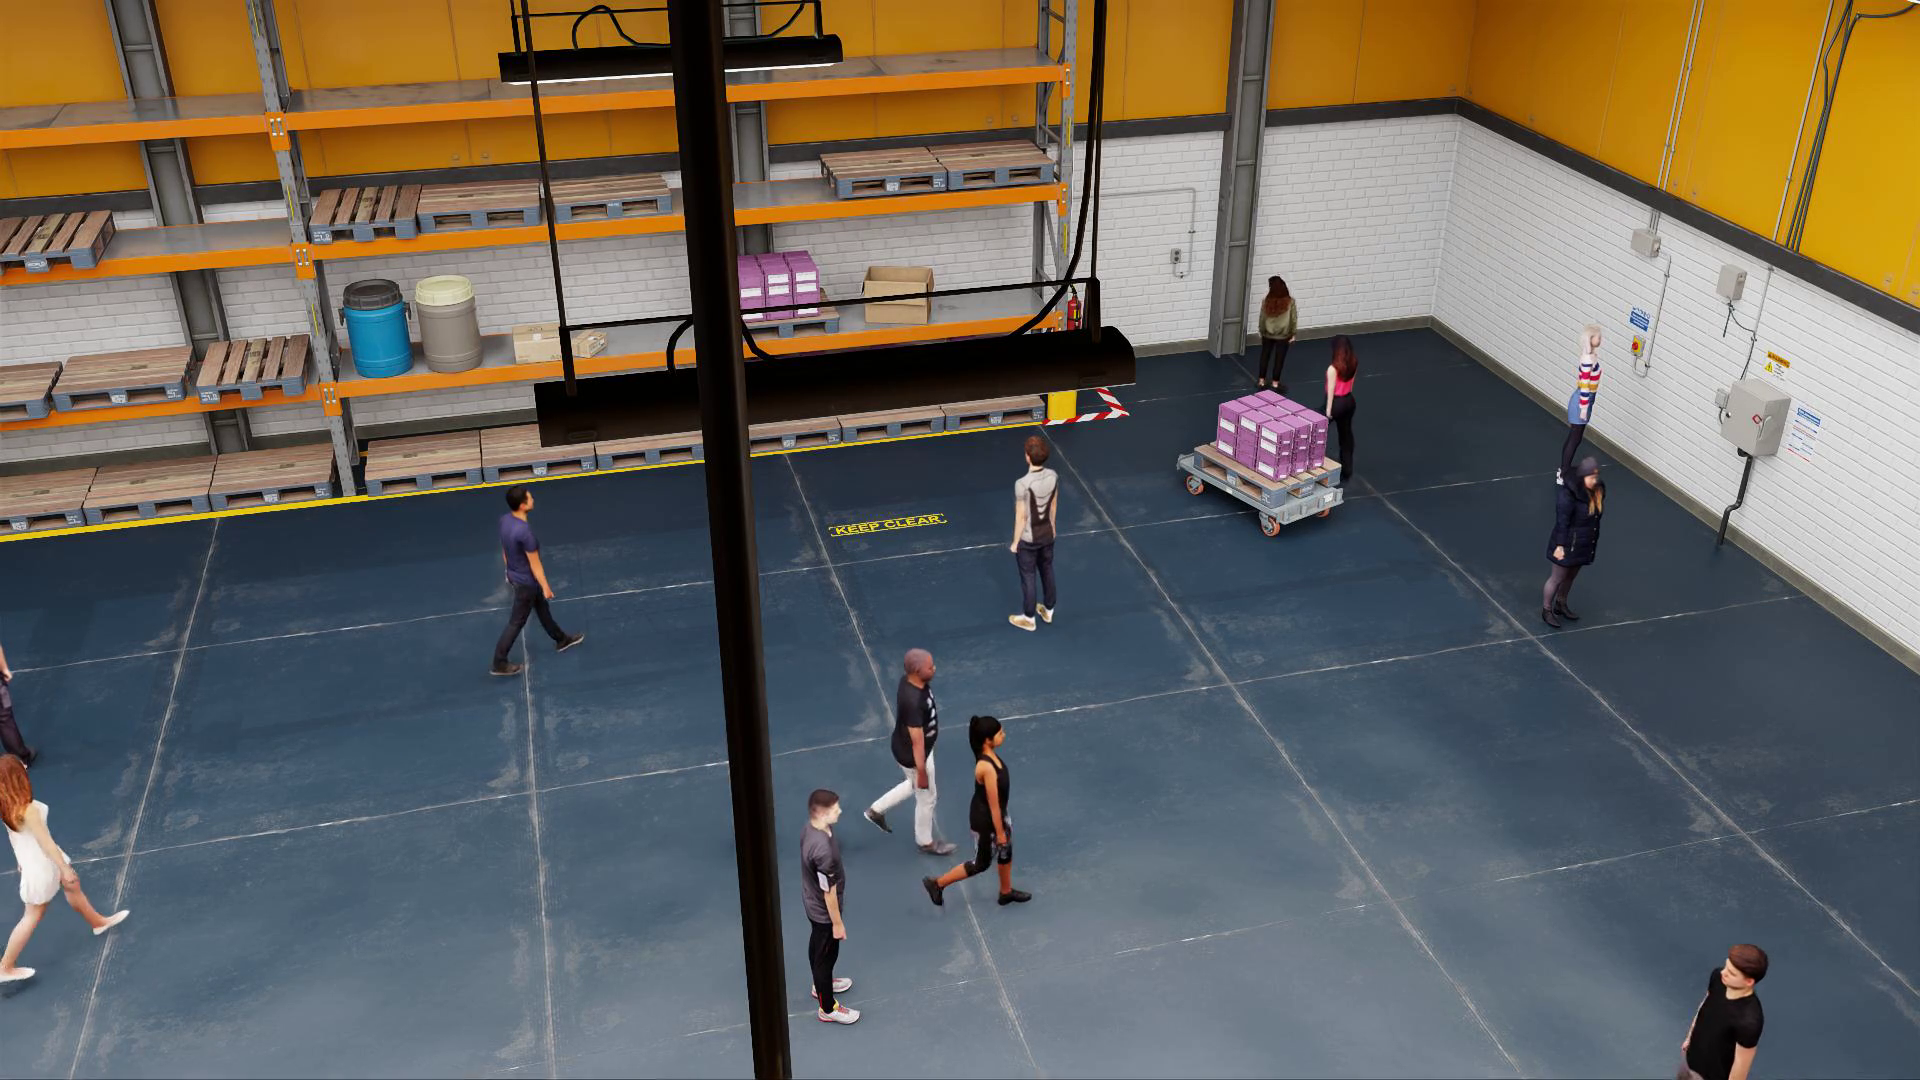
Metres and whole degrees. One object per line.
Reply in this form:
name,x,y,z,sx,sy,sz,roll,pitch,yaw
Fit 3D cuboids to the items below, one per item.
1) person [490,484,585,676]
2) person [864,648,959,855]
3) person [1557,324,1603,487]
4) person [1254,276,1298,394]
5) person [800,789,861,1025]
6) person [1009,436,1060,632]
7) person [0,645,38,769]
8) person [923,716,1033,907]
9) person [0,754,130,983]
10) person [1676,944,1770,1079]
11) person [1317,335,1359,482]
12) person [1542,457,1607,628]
person,-3.868,0.387,14.460,1.261,1.744,0.973,-20,34,-32
person,-0.407,1.575,12.234,1.009,1.789,0.795,0,29,-1
person,6.631,-1.450,17.761,0.741,1.807,0.726,10,30,18
person,3.809,-2.476,19.996,0.653,1.469,0.746,19,34,31
person,-0.882,2.361,10.821,0.557,1.762,0.638,-5,29,-10
person,0.686,-0.059,15.122,0.627,1.893,0.782,-20,34,-32
person,-7.784,1.059,13.120,0.521,1.847,0.724,-10,30,-17
person,0.127,1.958,11.692,1.074,1.636,0.764,0,29,0
person,-6.281,2.223,11.173,1.042,1.668,1.210,21,35,33
person,4.384,3.028,9.510,1.120,1.848,0.885,1,29,3
person,4.100,-1.379,17.817,0.962,1.629,0.866,-17,33,-29
person,5.616,0.001,15.240,0.691,1.674,0.812,-17,33,-28
